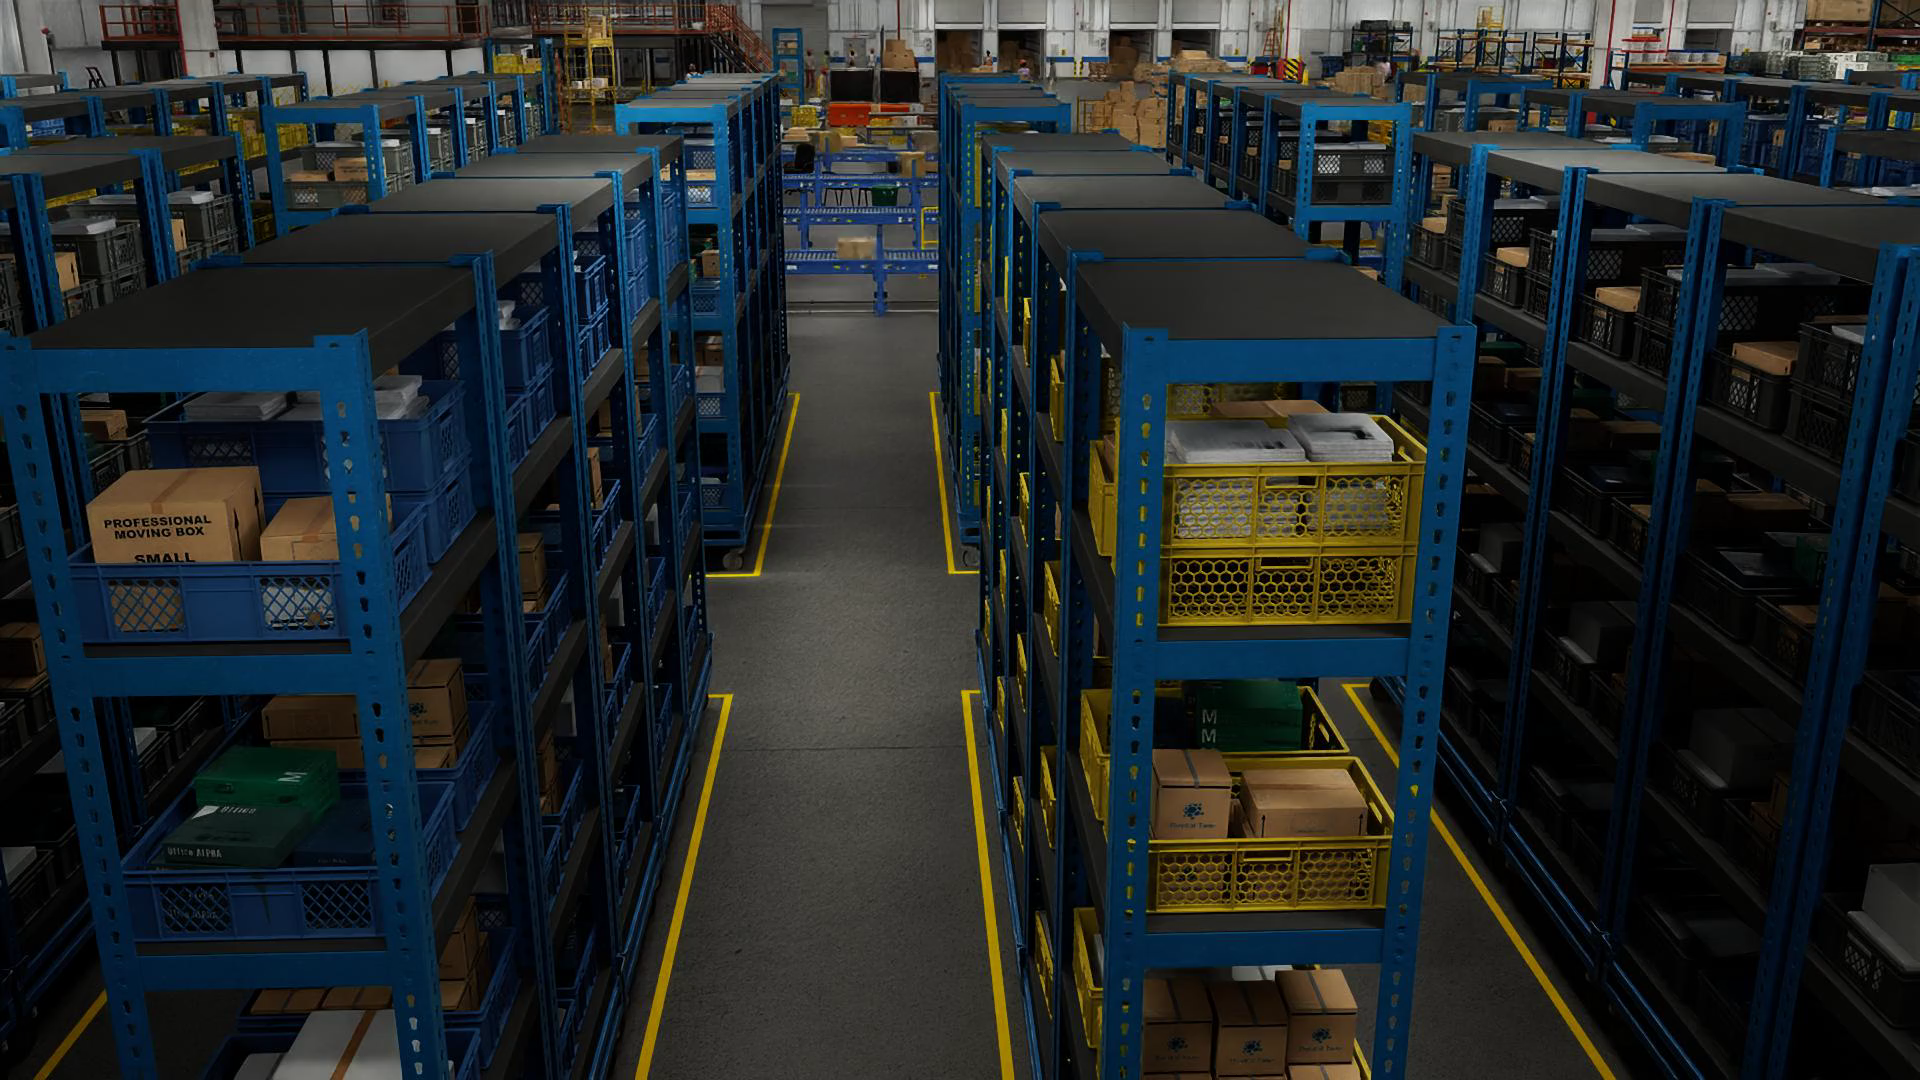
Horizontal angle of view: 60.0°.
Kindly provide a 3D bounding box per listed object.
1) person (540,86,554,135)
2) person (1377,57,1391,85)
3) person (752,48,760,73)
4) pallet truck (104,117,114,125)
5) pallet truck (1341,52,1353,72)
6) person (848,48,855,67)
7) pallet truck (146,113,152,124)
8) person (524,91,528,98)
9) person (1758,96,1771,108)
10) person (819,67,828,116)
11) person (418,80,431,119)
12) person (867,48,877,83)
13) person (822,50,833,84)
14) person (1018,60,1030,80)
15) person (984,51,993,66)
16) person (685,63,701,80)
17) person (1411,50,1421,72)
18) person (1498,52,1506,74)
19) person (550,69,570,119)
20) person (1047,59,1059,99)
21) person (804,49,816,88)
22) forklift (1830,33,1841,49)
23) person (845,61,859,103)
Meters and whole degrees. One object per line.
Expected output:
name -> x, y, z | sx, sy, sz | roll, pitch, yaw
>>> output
person -> -13.886, -14.440, 55.732 | 0.534, 1.767, 0.319 | -10, 20, -28
person -> 20.612, -22.629, 81.032 | 0.624, 1.805, 0.920 | -7, 19, -20
person -> -11.124, -25.856, 90.766 | 0.396, 1.949, 0.602 | 8, 20, 24
pallet truck -> -18.367, -7.885, 35.078 | 1.885, 1.965, 0.823 | 1, 18, 2
pallet truck -> 18.794, -23.123, 82.231 | 0.823, 1.965, 1.885 | -13, 22, -35
person -> -5.872, -25.825, 90.704 | 0.368, 1.927, 0.589 | 5, 19, 16
pallet truck -> -18.087, -8.309, 36.390 | 1.885, 1.965, 0.823 | -1, 18, -4
person -> -12.629, -12.104, 48.346 | 0.514, 1.866, 0.332 | -16, 24, -41
person -> 24.624, -12.937, 51.203 | 0.559, 1.677, 0.531 | 16, 24, 41
person -> -5.413, -17.638, 65.446 | 0.653, 1.908, 0.566 | 0, 18, 1
person -> -17.674, -14.263, 55.045 | 0.846, 1.847, 0.601 | 2, 18, 5
person -> -4.913, -26.456, 92.733 | 0.582, 1.886, 0.895 | 0, 18, 1
person -> -7.253, -25.768, 90.719 | 0.640, 1.810, 0.670 | 15, 23, 39
person -> 2.634, -18.968, 69.315 | 0.605, 2.035, 0.385 | -13, 22, -35
person -> 1.612, -26.933, 94.517 | 0.530, 1.689, 0.322 | 3, 18, 9
person -> -10.418, -17.547, 64.908 | 0.683, 2.000, 0.537 | -11, 21, -32
person -> 23.508, -24.218, 85.660 | 0.483, 1.964, 0.663 | -2, 18, -7
person -> 28.331, -24.570, 86.987 | 1.024, 1.845, 0.563 | -7, 19, -19
person -> -15.422, -17.065, 63.681 | 0.994, 1.874, 0.596 | -6, 19, -18
person -> 4.197, -21.344, 77.010 | 0.971, 1.819, 0.554 | -6, 19, -17
person -> -7.844, -24.623, 86.877 | 0.612, 1.994, 0.395 | 5, 18, 14
forklift -> 43.715, -23.952, 83.383 | 1.873, 2.768, 1.129 | 5, 19, 16
person -> -4.639, -19.667, 71.667 | 0.628, 1.919, 0.505 | -11, 21, -32
